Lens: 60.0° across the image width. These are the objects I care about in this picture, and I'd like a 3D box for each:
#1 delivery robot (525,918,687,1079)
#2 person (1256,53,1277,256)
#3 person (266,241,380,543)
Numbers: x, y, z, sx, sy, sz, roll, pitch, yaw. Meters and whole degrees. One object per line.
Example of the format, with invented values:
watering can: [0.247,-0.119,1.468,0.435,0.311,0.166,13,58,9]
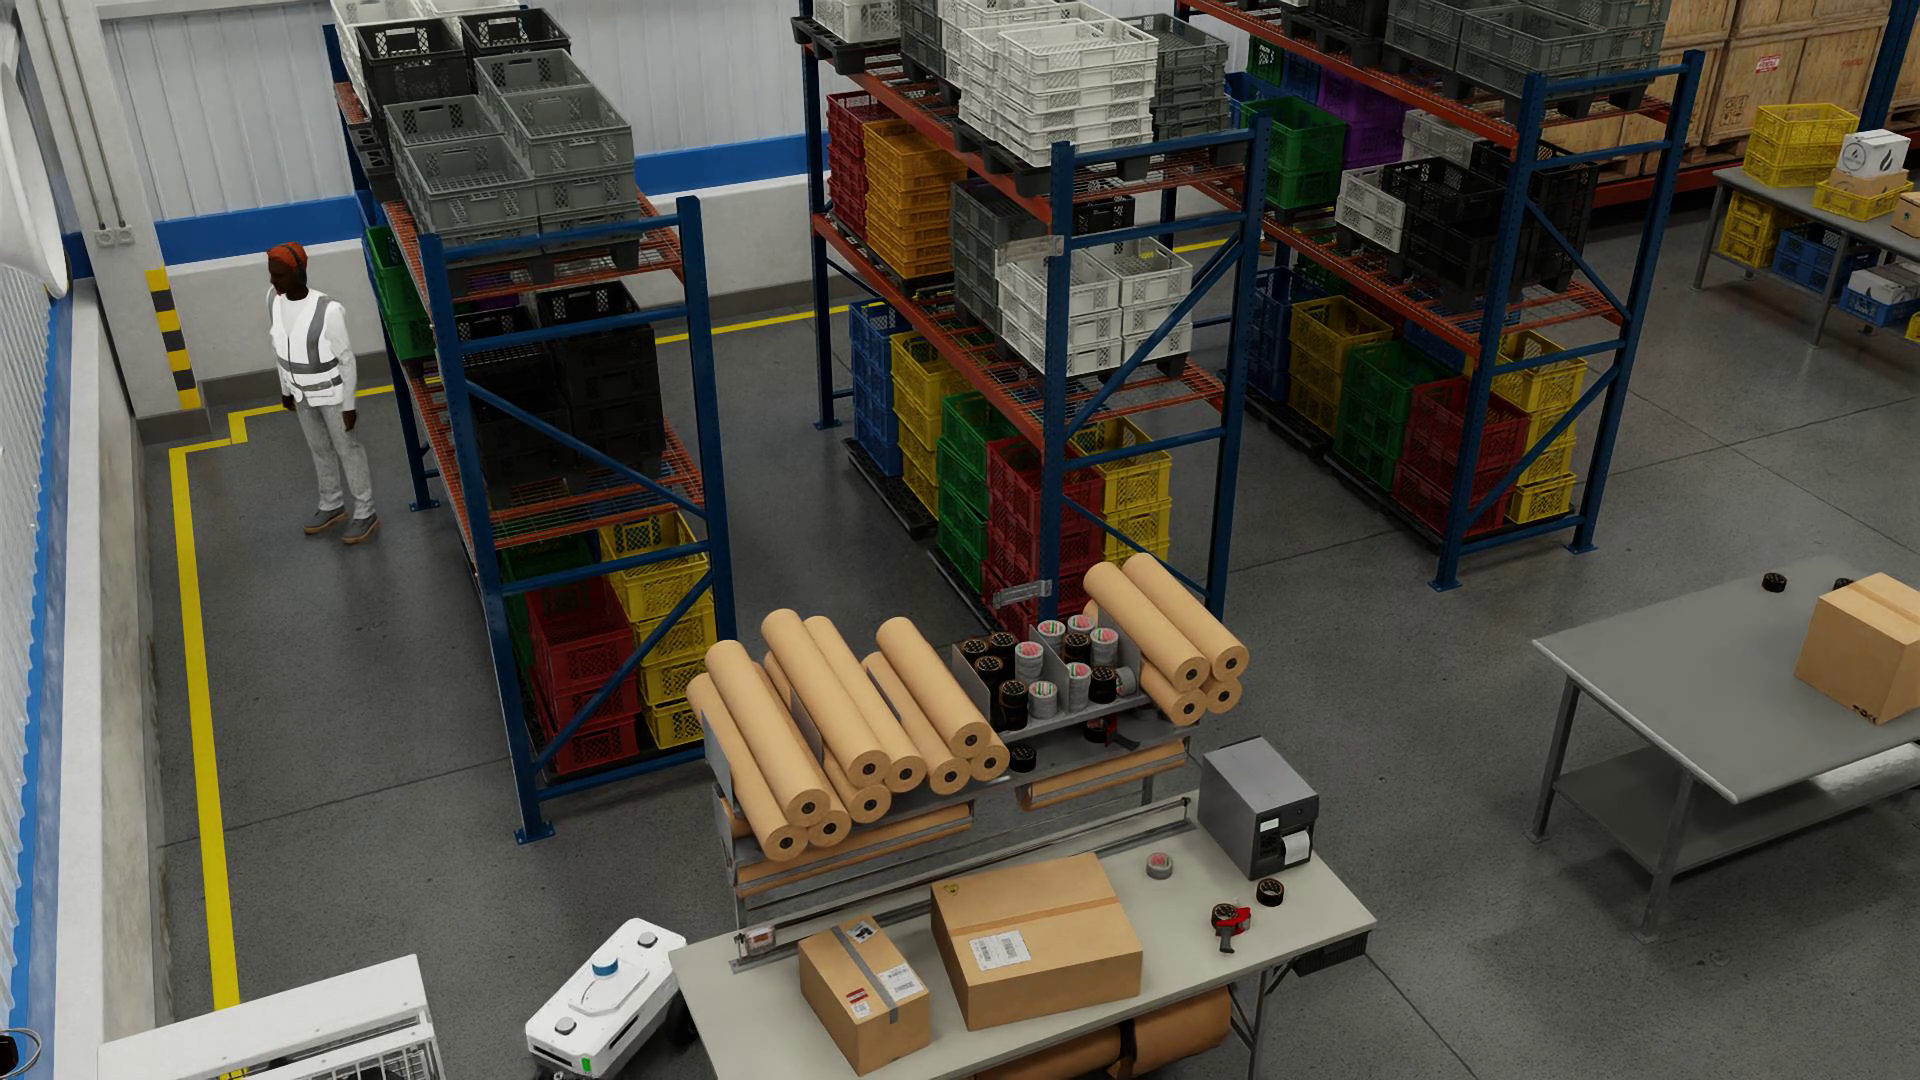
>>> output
delivery robot: [-1.391,1.833,6.609,0.477,0.478,0.707,16,35,23]
person: [2.656,-3.355,13.816,0.629,1.940,0.372,-27,41,-37]
person: [-3.790,-0.864,9.821,0.572,1.883,0.354,15,35,22]
